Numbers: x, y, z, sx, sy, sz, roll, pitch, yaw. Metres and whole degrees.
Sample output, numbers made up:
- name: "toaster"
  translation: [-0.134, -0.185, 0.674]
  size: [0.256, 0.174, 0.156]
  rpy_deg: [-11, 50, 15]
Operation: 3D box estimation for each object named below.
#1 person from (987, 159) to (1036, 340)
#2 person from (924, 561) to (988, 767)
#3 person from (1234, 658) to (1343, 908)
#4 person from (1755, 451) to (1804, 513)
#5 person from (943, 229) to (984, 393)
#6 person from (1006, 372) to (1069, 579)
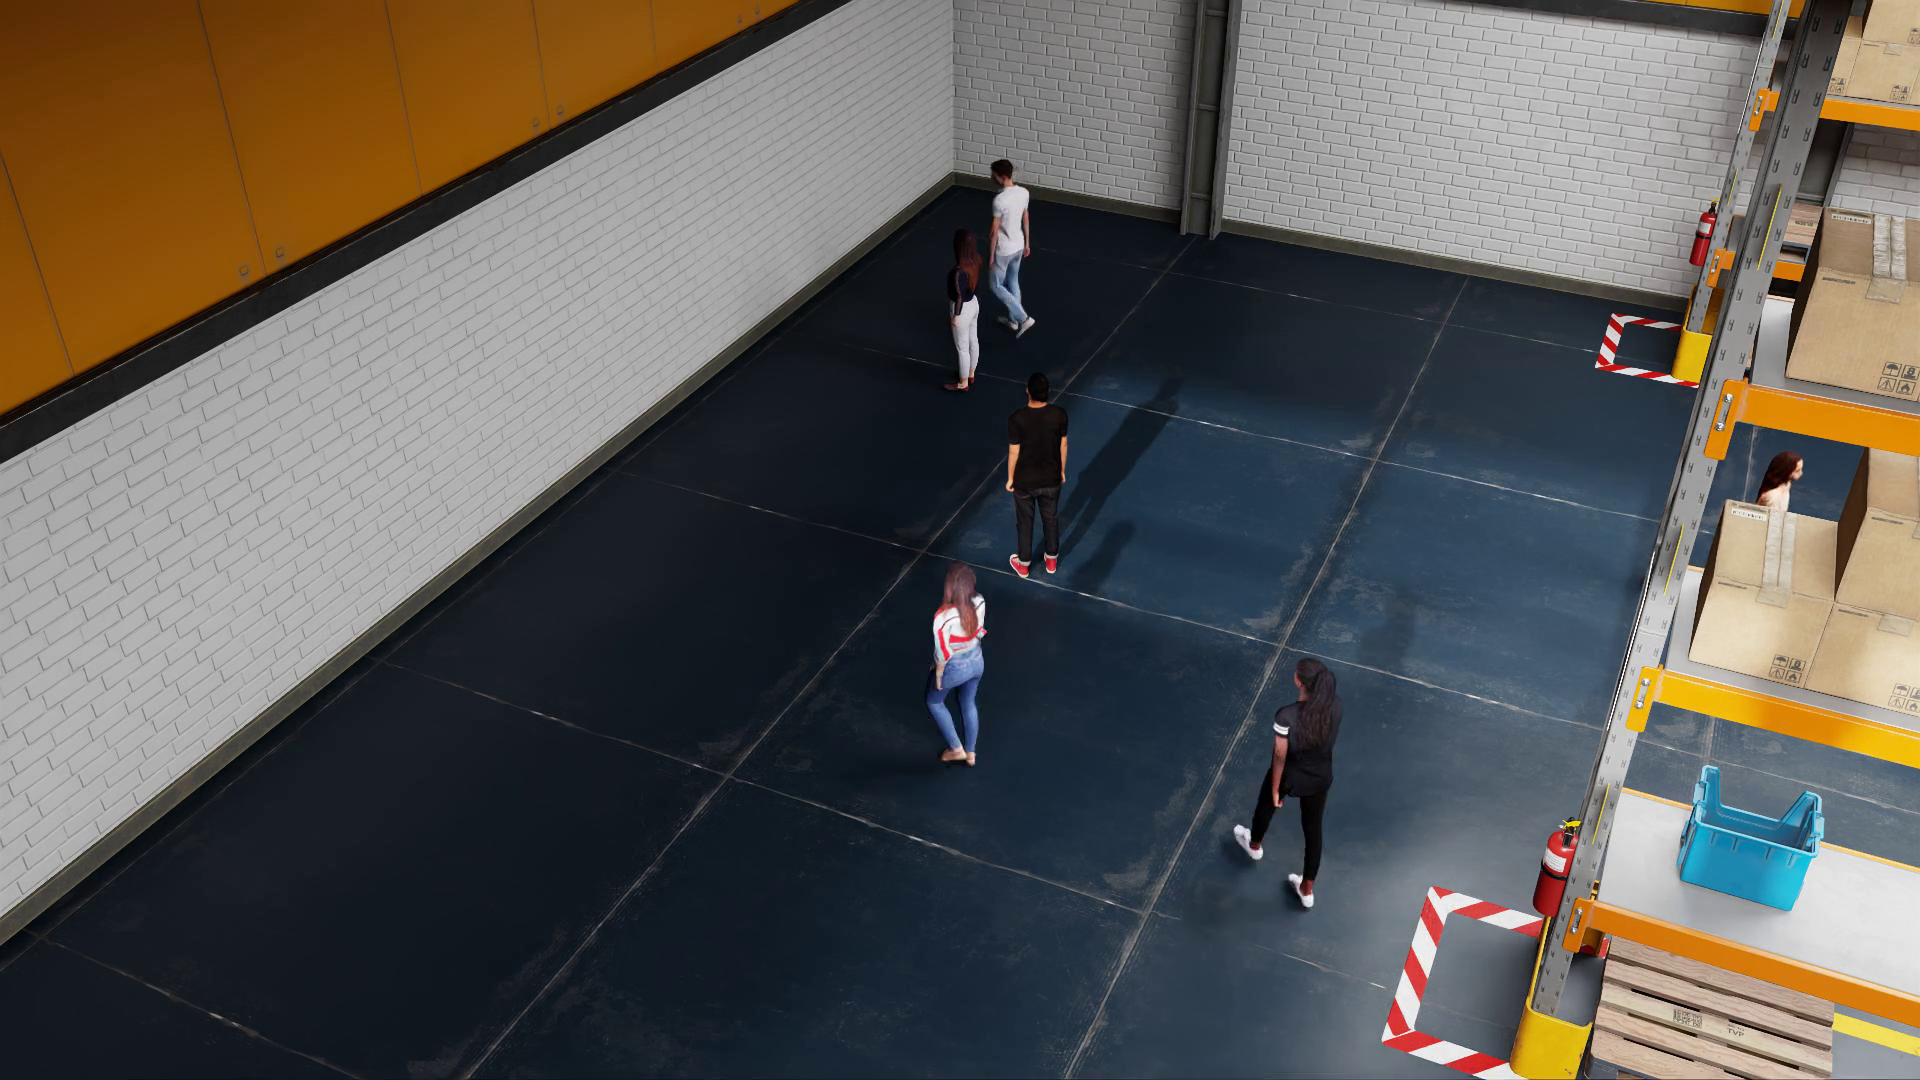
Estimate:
- name: "person"
  translation: [0.520, -2.792, 16.206]
  size: [0.991, 1.833, 0.840]
  rpy_deg: [28, 43, 35]
- name: "person"
  translation: [0.050, 0.862, 10.915]
  size: [0.701, 1.606, 0.712]
  rpy_deg: [-25, 41, -32]
- name: "person"
  translation: [2.079, 1.475, 9.902]
  size: [1.000, 1.706, 1.040]
  rpy_deg: [-9, 35, -13]
- name: "person"
  translation: [5.899, -0.022, 12.392]
  size: [1.017, 1.443, 0.717]
  rpy_deg: [23, 40, 30]
- name: "person"
  translation: [0.023, -2.135, 15.421]
  size: [0.529, 1.608, 0.589]
  rpy_deg: [14, 36, 20]
- name: "person"
  translation: [0.596, -0.503, 12.831]
  size: [0.705, 1.758, 0.787]
  rpy_deg: [-7, 34, -10]
